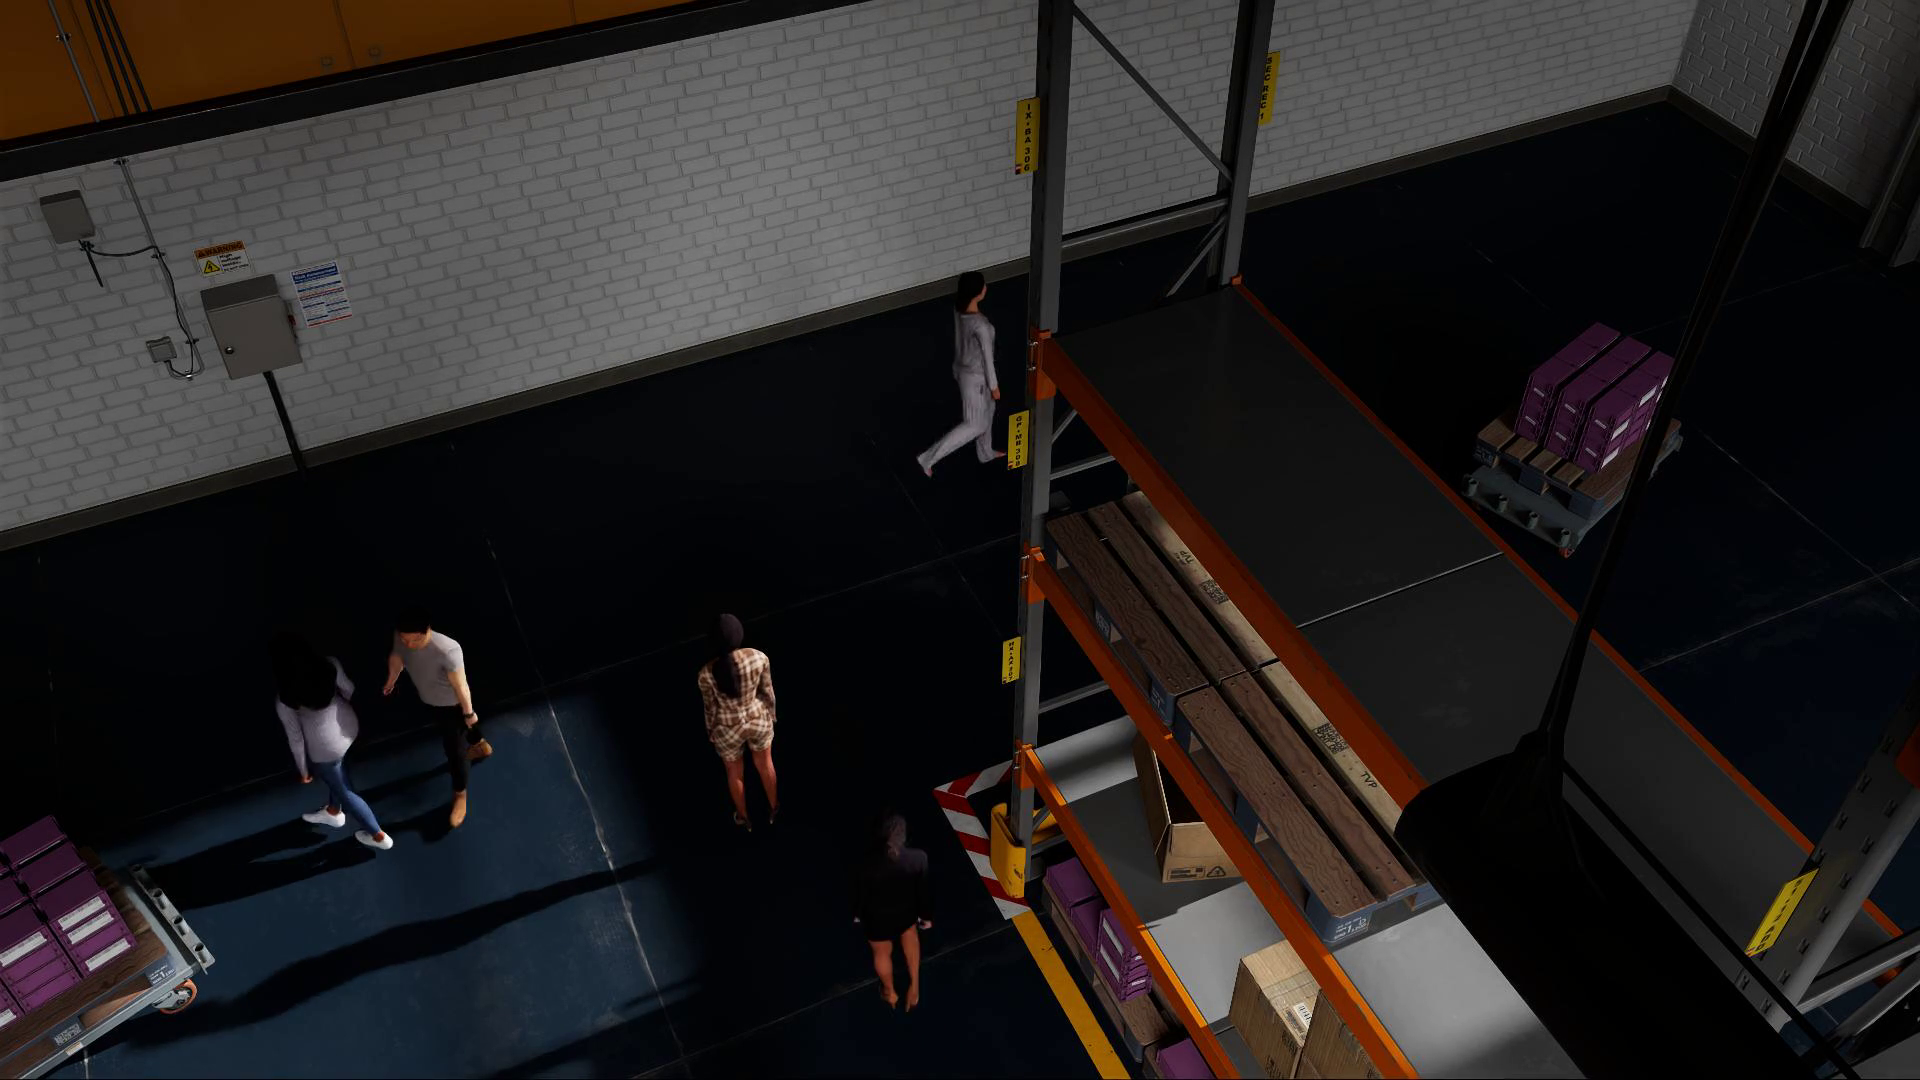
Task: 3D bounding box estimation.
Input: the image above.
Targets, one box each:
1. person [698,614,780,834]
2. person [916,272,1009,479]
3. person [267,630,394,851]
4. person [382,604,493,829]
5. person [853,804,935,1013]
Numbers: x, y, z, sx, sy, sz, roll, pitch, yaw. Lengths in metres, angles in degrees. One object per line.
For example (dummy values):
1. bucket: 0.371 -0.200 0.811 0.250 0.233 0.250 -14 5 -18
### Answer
1. person: -1.279 1.095 9.755 0.601 1.793 0.564 -14 45 -14
2. person: 0.021 -1.155 12.148 0.698 1.750 0.943 -16 46 -16
3. person: -3.650 1.197 9.716 1.010 1.699 0.939 15 46 16
4. person: -3.068 0.904 10.037 0.979 1.680 1.056 31 52 29
5. person: -0.341 2.059 8.861 0.604 1.630 0.643 -12 45 -13
